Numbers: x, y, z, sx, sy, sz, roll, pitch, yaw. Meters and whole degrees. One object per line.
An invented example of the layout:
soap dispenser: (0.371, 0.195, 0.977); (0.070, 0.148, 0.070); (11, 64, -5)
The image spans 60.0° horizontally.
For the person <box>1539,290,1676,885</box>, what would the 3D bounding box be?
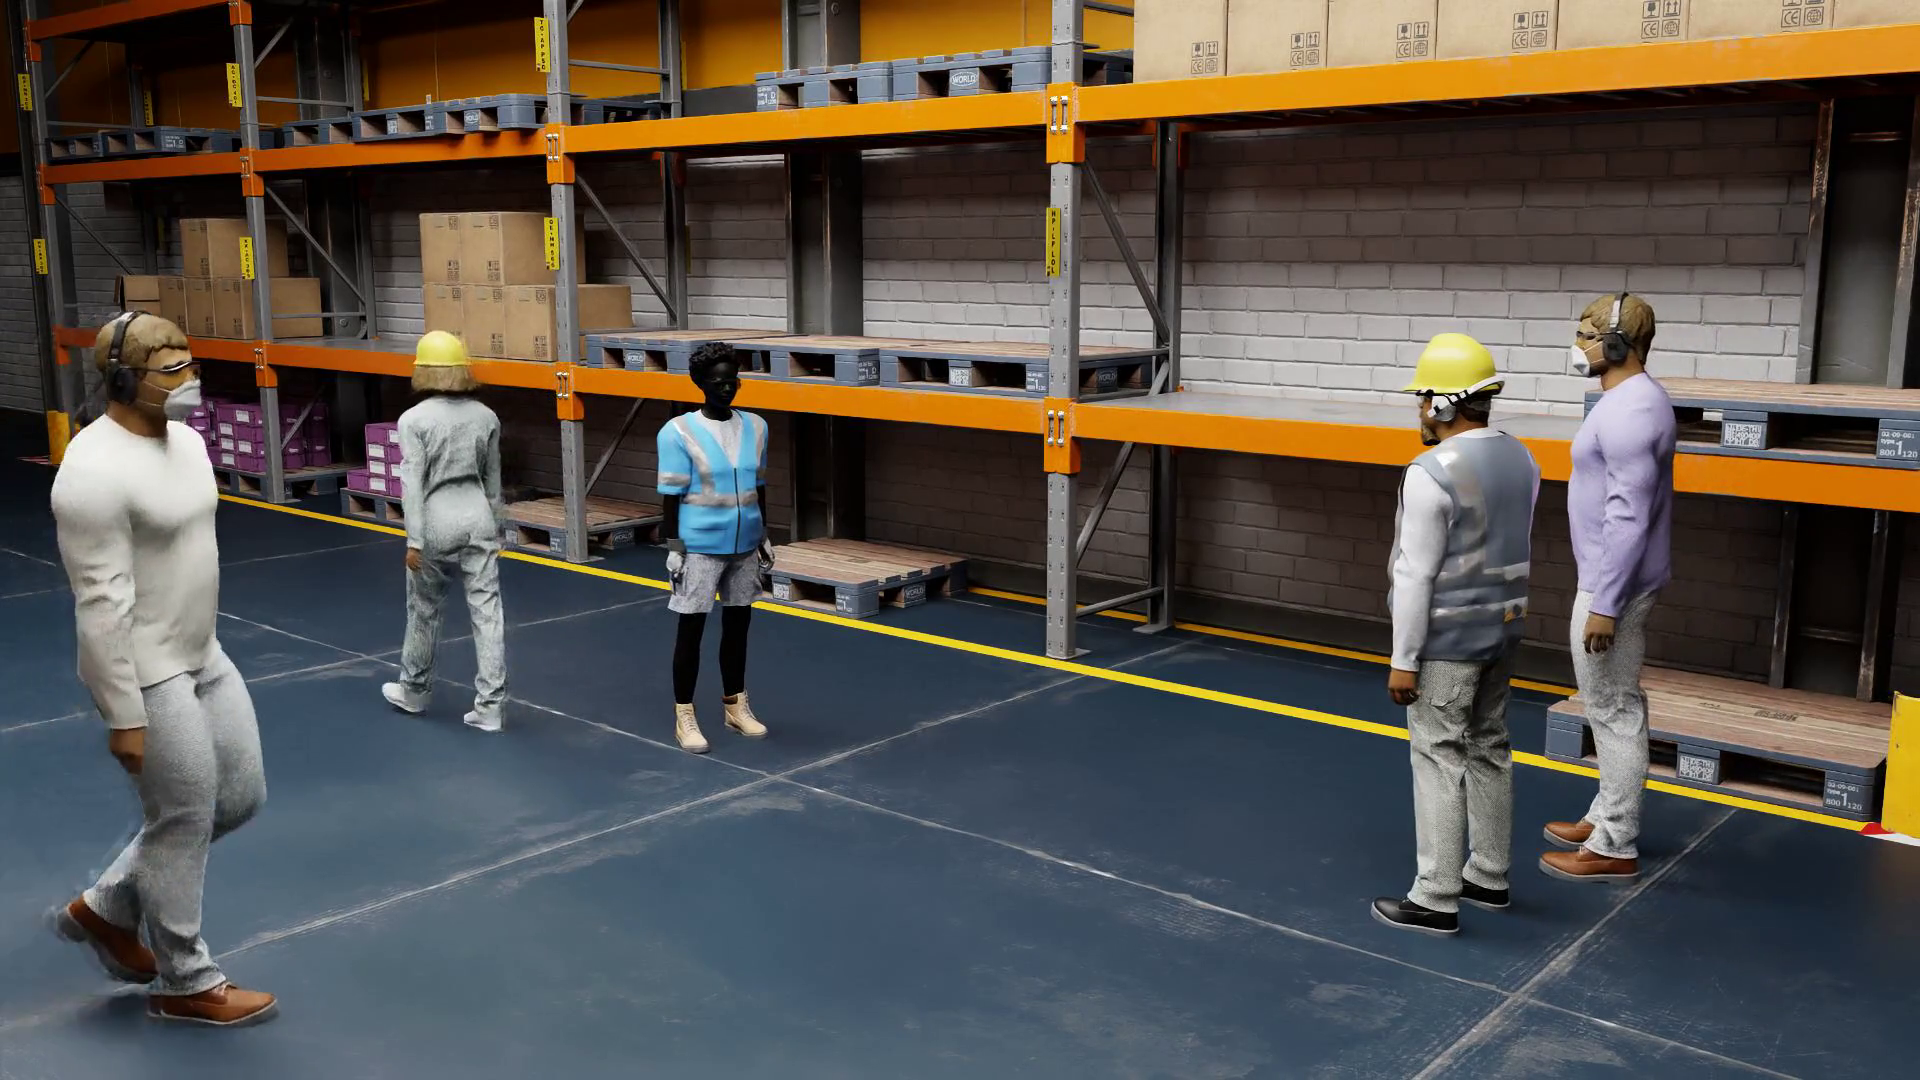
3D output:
person: (2.142, 0.160, 5.462); (0.352, 1.937, 0.635); (4, 11, 24)

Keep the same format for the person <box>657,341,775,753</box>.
person: (-1.004, 0.025, 6.916); (0.539, 1.695, 0.318); (-9, 13, -40)

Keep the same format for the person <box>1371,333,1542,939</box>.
person: (1.503, 0.289, 5.072); (0.591, 1.823, 0.405); (-9, 13, -41)

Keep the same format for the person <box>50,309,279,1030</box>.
person: (-2.132, 0.360, 4.367); (0.513, 1.919, 0.644); (0, 10, -1)

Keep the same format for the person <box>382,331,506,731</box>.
person: (-2.266, -0.050, 7.270); (0.824, 1.708, 0.511); (10, 14, 44)
